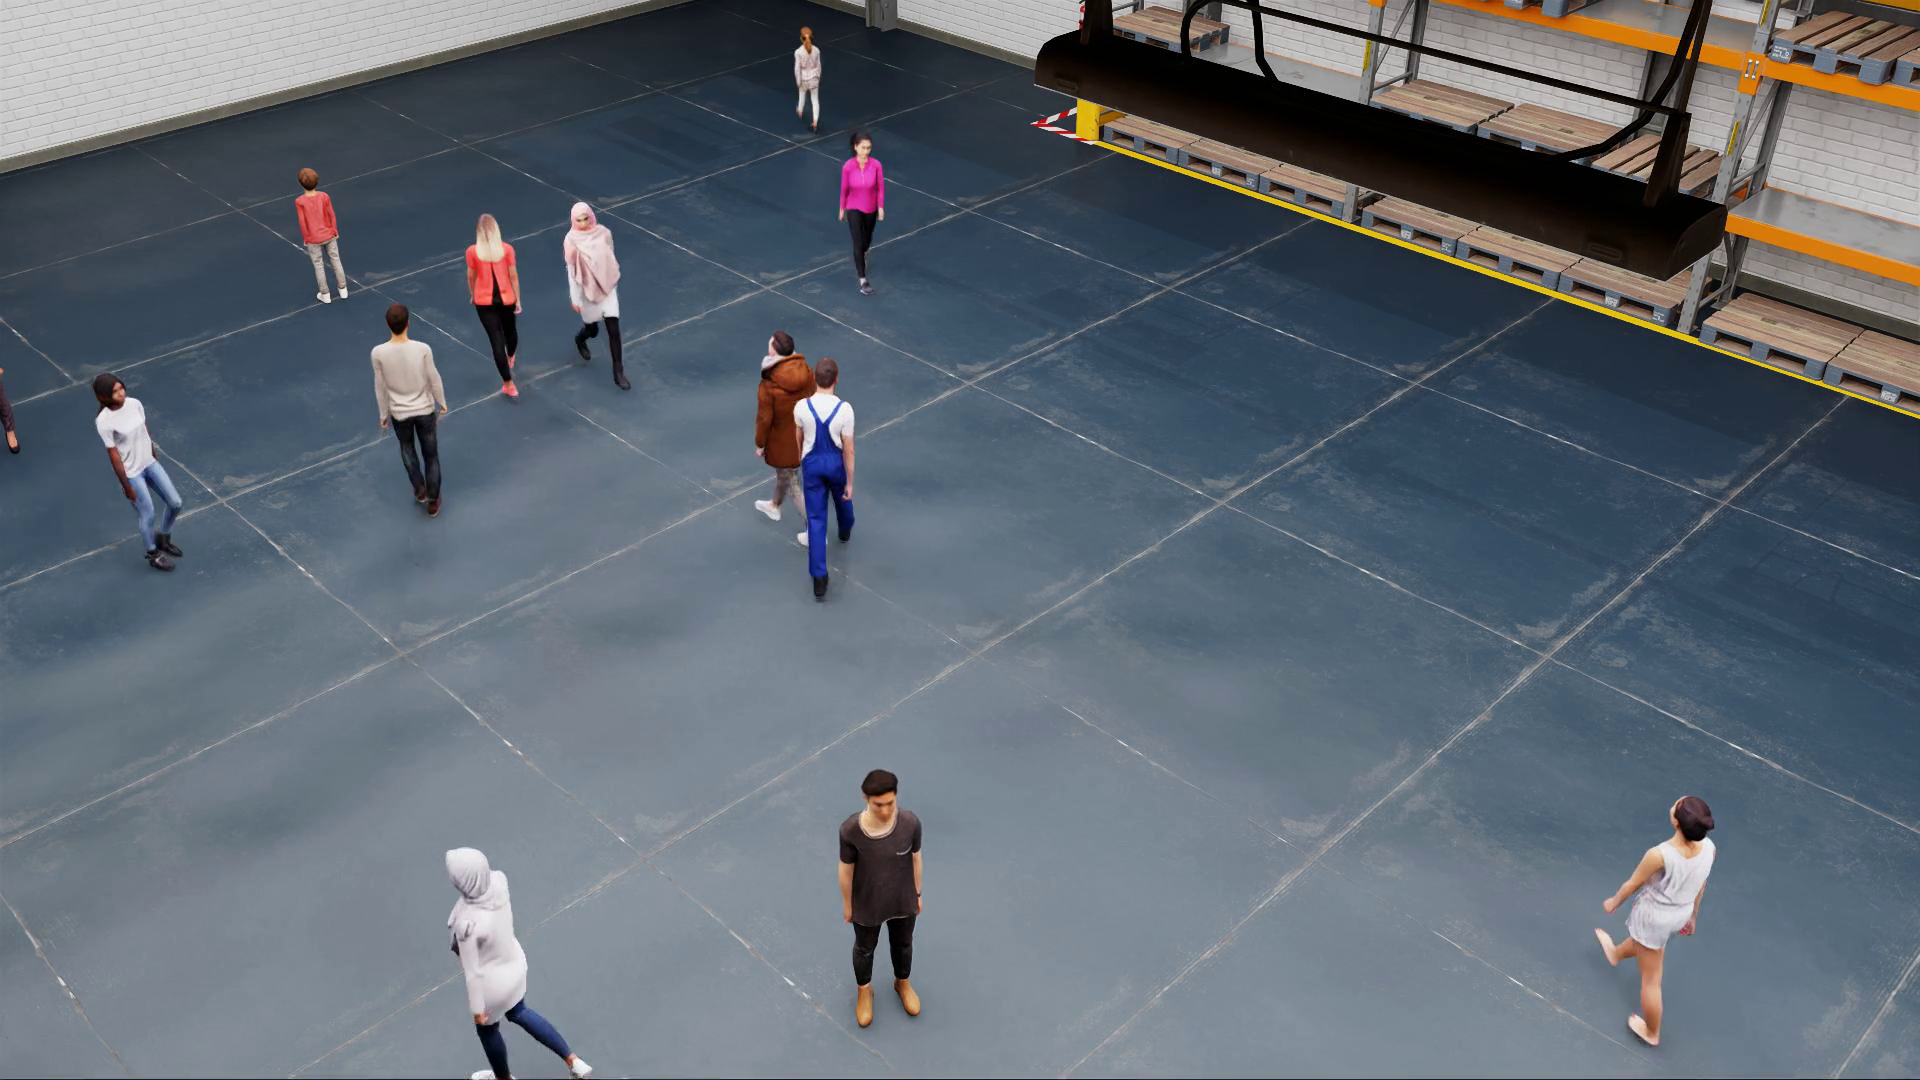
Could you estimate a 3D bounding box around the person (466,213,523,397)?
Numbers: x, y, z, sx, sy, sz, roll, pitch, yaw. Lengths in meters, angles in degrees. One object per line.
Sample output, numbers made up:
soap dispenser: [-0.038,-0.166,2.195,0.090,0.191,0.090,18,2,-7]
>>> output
person: [-4.229,-2.113,15.249,0.972,1.646,1.250,-11,35,-16]

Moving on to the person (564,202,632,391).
person: [-3.416,-2.283,15.387,0.741,1.777,1.129,-24,40,-31]

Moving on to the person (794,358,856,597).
person: [-1.041,-0.438,12.607,1.235,1.782,1.287,0,34,-1]

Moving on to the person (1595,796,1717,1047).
person: [3.832,2.092,8.990,0.858,1.573,1.076,-11,35,-16]

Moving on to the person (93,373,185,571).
person: [-6.390,-0.529,12.810,0.749,1.709,0.712,11,35,16]

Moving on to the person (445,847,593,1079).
person: [-2.296,2.268,8.557,1.052,1.758,0.873,9,35,14]

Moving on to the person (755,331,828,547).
person: [-1.304,-0.747,13.058,1.140,1.797,0.791,25,41,32]

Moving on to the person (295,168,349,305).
person: [-6.524,-3.112,16.960,0.549,1.417,0.536,-21,39,-29]

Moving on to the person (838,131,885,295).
person: [-1.035,-3.454,17.256,0.994,1.658,1.238,-7,34,-10]

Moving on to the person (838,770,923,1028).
person: [-0.425,1.928,9.104,0.709,1.718,0.726,-7,34,-11]

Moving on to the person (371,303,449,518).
person: [-4.403,-0.988,13.377,0.823,1.847,0.859,-8,34,-12]

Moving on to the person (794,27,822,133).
person: [-1.903,-5.849,21.212,0.782,1.268,1.001,-12,35,-17]
